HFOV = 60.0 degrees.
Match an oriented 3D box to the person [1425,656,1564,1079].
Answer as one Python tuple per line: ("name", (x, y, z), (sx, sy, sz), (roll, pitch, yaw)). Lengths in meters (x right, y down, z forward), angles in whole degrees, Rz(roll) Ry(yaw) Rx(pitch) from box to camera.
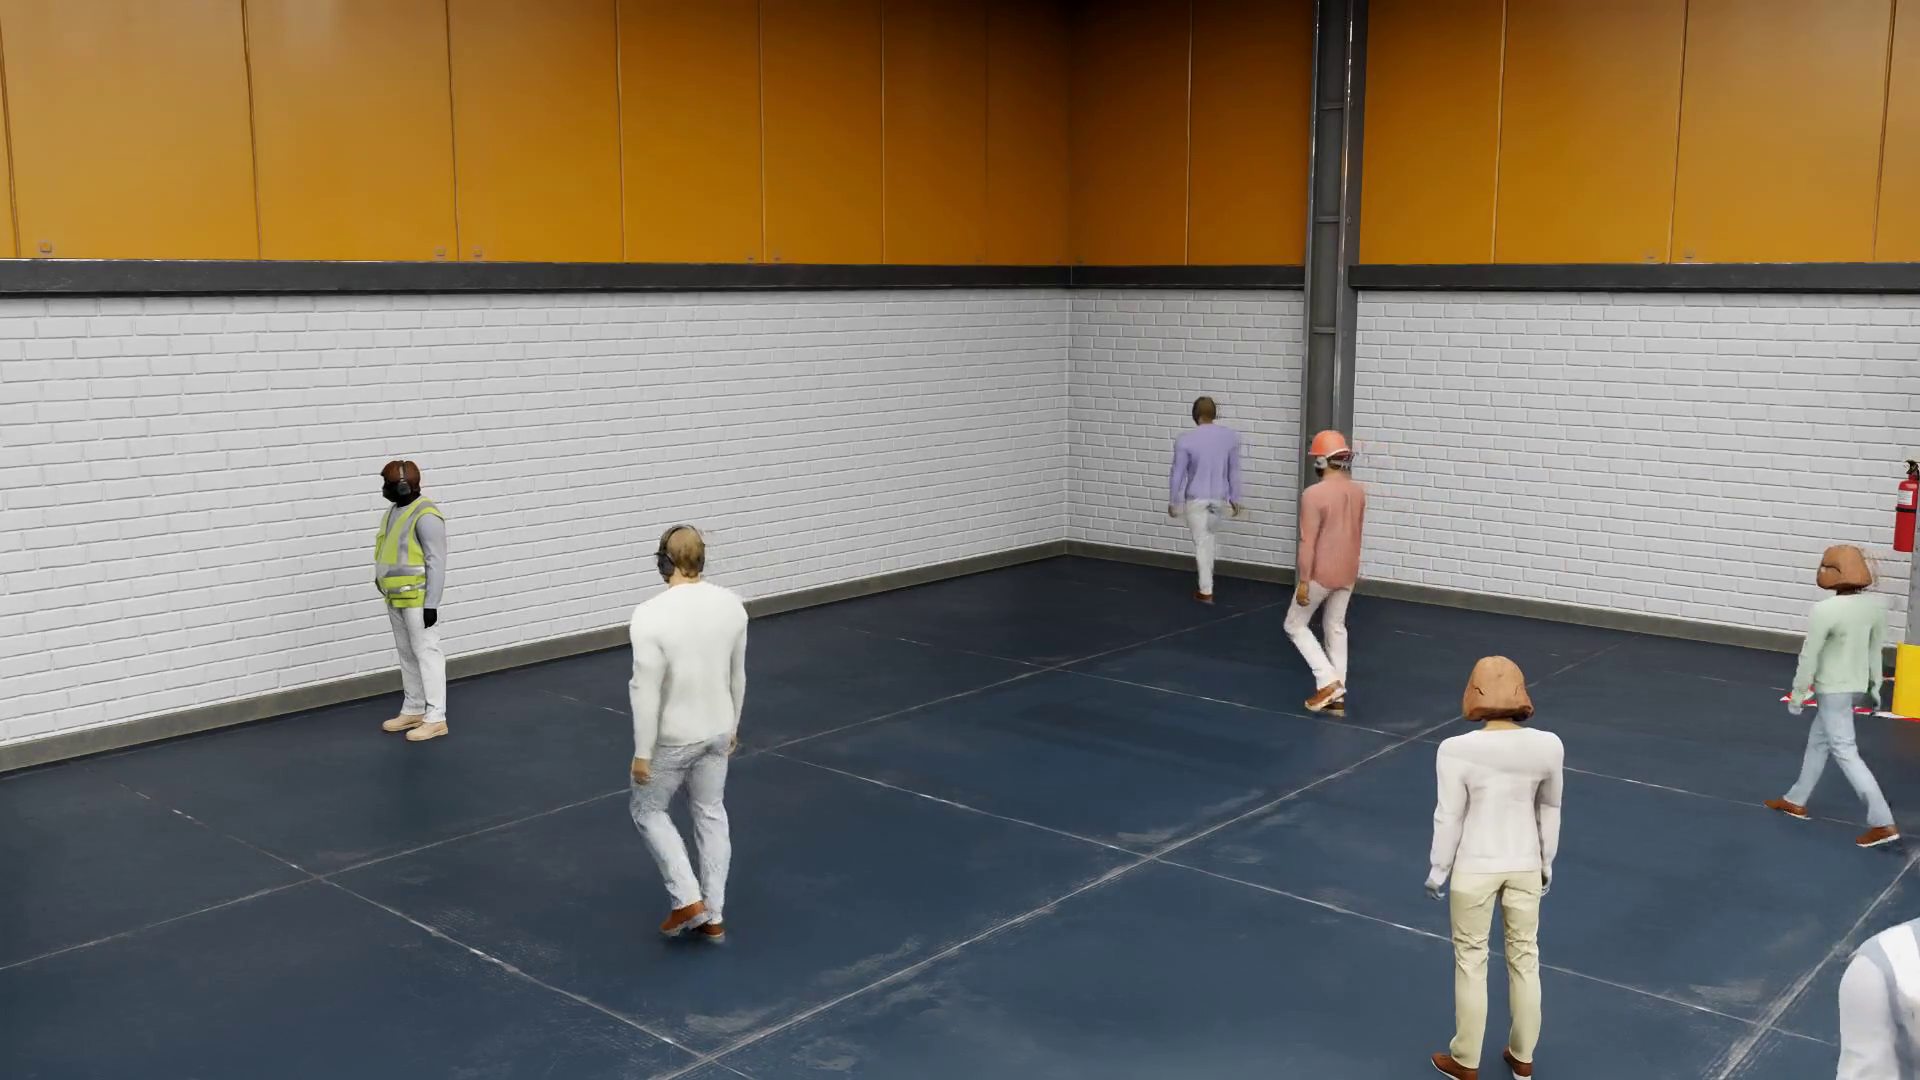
("person", (1.993, 1.236, 6.227), (0.499, 1.633, 0.279), (-1, 9, -8))

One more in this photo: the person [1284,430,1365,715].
("person", (2.509, 0.235, 11.433), (0.656, 1.976, 0.440), (-7, 11, -38))

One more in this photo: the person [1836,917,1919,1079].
("person", (2.369, 1.522, 3.859), (0.626, 1.812, 0.640), (1, 9, 5))

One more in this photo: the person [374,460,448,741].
("person", (-3.606, 0.388, 10.912), (0.429, 1.839, 0.633), (-8, 12, -42))

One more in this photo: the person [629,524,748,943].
("person", (-1.240, 0.882, 7.527), (0.444, 1.924, 0.660), (8, 12, 42))

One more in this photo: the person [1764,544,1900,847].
("person", (4.778, 0.820, 8.981), (0.509, 1.592, 0.869), (-5, 10, -26))

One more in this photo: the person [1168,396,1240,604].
("person", (2.225, -0.386, 15.513), (0.662, 1.917, 0.698), (-3, 10, -20))
